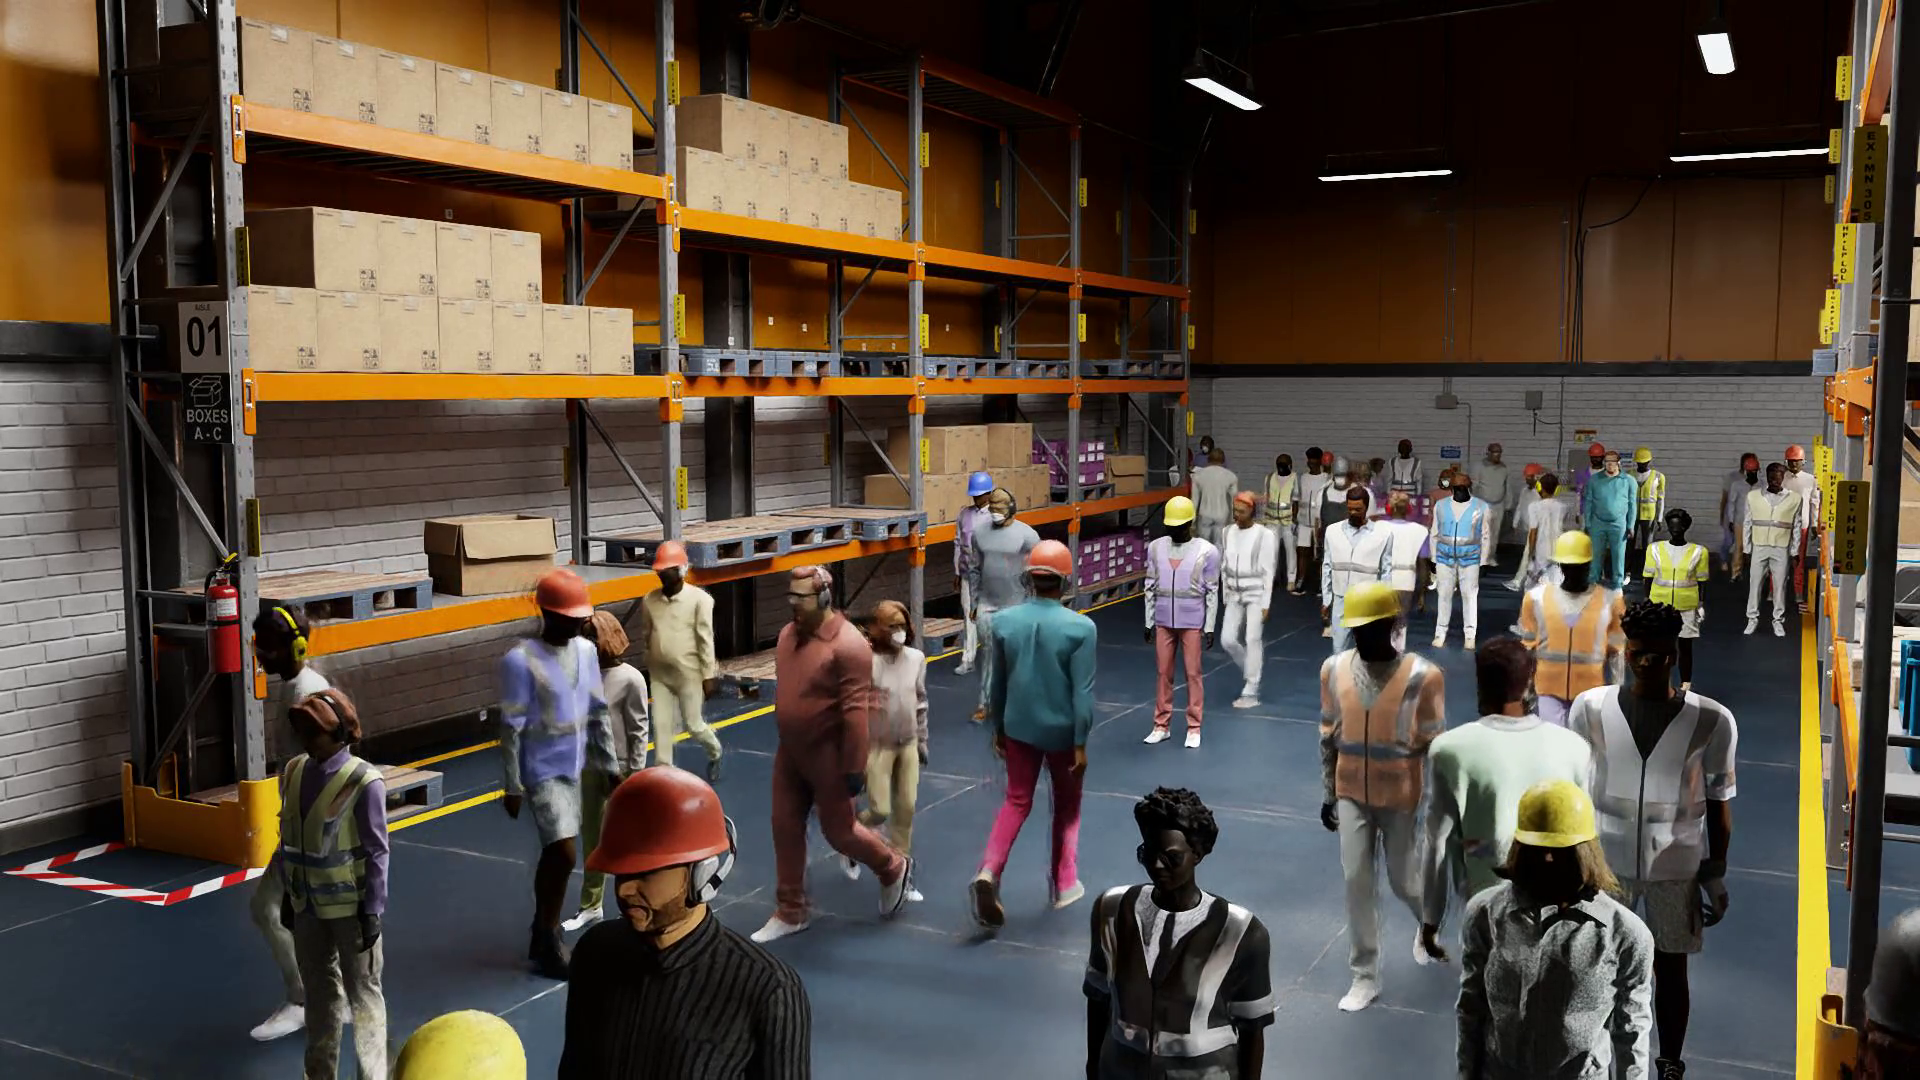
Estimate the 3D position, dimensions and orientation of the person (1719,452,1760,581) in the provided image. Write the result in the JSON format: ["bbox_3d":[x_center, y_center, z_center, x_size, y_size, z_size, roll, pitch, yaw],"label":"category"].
[{"bbox_3d":[10.995,-0.342,23.546,0.548,1.823,0.649,0,5,4],"label":"person"}]

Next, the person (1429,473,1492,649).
[{"bbox_3d":[5.218,0.221,17.395,0.622,1.838,0.429,3,6,27],"label":"person"}]

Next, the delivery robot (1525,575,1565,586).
[{"bbox_3d":[7.067,0.587,19.764,0.707,0.478,0.477,-2,6,-23],"label":"delivery robot"}]

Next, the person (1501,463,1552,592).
[{"bbox_3d":[7.587,-0.162,22.184,0.886,1.707,0.569,-1,5,-11],"label":"person"}]

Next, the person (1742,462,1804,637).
[{"bbox_3d":[8.918,0.100,18.278,0.588,1.914,0.392,3,6,27],"label":"person"}]

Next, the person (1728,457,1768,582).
[{"bbox_3d":[10.975,-0.271,23.116,0.561,1.752,0.327,3,6,27],"label":"person"}]

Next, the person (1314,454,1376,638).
[{"bbox_3d":[4.212,0.040,18.251,0.690,2.000,0.809,3,6,26],"label":"person"}]

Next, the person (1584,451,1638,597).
[{"bbox_3d":[8.421,-0.203,21.571,0.638,1.910,0.407,3,6,27],"label":"person"}]

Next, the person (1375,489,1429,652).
[{"bbox_3d":[3.942,0.450,15.044,0.570,1.821,0.852,0,5,0],"label":"person"}]

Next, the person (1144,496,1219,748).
[{"bbox_3d":[1.669,0.620,12.661,0.585,1.918,0.378,3,6,27],"label":"person"}]

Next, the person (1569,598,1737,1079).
[{"bbox_3d":[2.558,1.194,6.223,0.603,1.966,0.368,3,6,27],"label":"person"}]

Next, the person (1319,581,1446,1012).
[{"bbox_3d":[1.922,1.114,7.517,0.601,1.896,0.742,4,6,34],"label":"person"}]

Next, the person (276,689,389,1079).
[{"bbox_3d":[-2.322,1.361,6.167,0.513,1.640,0.309,3,6,27],"label":"person"}]

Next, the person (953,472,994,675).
[{"bbox_3d":[0.205,0.327,15.710,0.602,1.938,0.399,3,6,27],"label":"person"}]

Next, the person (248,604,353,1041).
[{"bbox_3d":[-2.812,1.184,6.995,0.602,1.840,0.605,-2,6,-19],"label":"person"}]

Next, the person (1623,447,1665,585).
[{"bbox_3d":[9.332,-0.323,22.804,0.585,1.918,0.378,3,6,27],"label":"person"}]

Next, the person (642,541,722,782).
[{"bbox_3d":[-1.856,0.857,11.081,0.571,1.733,0.694,2,6,22],"label":"person"}]

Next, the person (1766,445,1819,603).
[{"bbox_3d":[10.530,-0.199,21.060,0.609,1.995,0.378,3,6,27],"label":"person"}]

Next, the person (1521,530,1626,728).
[{"bbox_3d":[3.673,0.878,9.984,0.592,1.908,0.724,2,6,22],"label":"person"}]

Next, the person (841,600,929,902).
[{"bbox_3d":[-0.405,1.115,8.941,0.501,1.617,0.489,-4,7,-38],"label":"person"}]

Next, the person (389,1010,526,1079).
[{"bbox_3d":[-0.904,1.637,2.803,0.411,1.711,0.511,1,5,13],"label":"person"}]

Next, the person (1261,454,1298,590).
[{"bbox_3d":[4.338,-0.241,22.361,0.622,1.838,0.429,3,6,27],"label":"person"}]

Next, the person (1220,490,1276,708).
[{"bbox_3d":[2.464,0.503,14.200,0.446,1.868,0.596,-5,7,-42],"label":"person"}]

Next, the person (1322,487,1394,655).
[{"bbox_3d":[3.317,0.505,13.921,0.588,1.914,0.392,3,6,27],"label":"person"}]

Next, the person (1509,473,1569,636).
[{"bbox_3d":[6.287,0.197,17.867,0.532,1.819,0.993,-1,5,-13],"label":"person"}]

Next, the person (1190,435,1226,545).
[{"bbox_3d":[4.022,-0.735,27.126,0.627,1.940,0.373,3,6,27],"label":"person"}]

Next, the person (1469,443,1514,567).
[{"bbox_3d":[8.031,-0.522,25.099,0.672,1.886,0.455,-1,5,-8],"label":"person"}]

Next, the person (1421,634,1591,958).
[{"bbox_3d":[1.932,1.279,5.814,0.599,1.884,0.948,-1,5,-8],"label":"person"}]

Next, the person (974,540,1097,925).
[{"bbox_3d":[0.380,0.984,8.538,0.626,1.967,0.902,3,6,27],"label":"person"}]

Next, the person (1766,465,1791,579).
[{"bbox_3d":[11.619,-0.255,23.581,0.498,1.634,0.281,3,6,27],"label":"person"}]

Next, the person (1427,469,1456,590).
[{"bbox_3d":[6.519,-0.137,22.317,0.498,1.634,0.281,3,6,27],"label":"person"}]

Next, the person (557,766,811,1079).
[{"bbox_3d":[-0.585,1.442,3.401,0.609,1.995,0.378,3,6,27],"label":"person"}]

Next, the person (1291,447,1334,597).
[{"bbox_3d":[4.603,-0.237,21.661,0.603,1.959,0.375,3,6,27],"label":"person"}]

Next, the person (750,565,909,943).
[{"bbox_3d":[-0.652,1.046,8.337,0.649,1.884,0.797,5,7,44],"label":"person"}]

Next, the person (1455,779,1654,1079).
[{"bbox_3d":[1.529,1.480,4.335,0.484,1.744,0.295,3,6,27],"label":"person"}]

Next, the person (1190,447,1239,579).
[{"bbox_3d":[3.444,-0.297,22.474,0.659,1.923,0.441,1,5,10],"label":"person"}]

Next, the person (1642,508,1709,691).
[{"bbox_3d":[6.162,0.572,14.348,0.533,1.697,0.319,3,6,27],"label":"person"}]

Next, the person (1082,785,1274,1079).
[{"bbox_3d":[0.564,1.492,4.446,0.533,1.697,0.319,3,6,27],"label":"person"}]

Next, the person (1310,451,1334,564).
[{"bbox_3d":[5.621,-0.488,25.500,0.561,1.742,0.336,3,6,27],"label":"person"}]

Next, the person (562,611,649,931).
[{"bbox_3d":[-1.783,1.163,8.324,0.498,1.634,0.281,3,6,27],"label":"person"}]

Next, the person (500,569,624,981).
[{"bbox_3d":[-1.845,1.079,7.751,0.588,1.906,0.563,2,6,21],"label":"person"}]

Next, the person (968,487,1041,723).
[{"bbox_3d":[0.344,0.537,13.468,0.627,1.935,0.373,3,6,27],"label":"person"}]

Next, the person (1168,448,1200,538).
[{"bbox_3d":[3.359,-0.467,24.786,0.563,1.838,0.390,3,6,27],"label":"person"}]

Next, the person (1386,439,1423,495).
[{"bbox_3d":[7.192,-0.692,26.970,0.572,1.883,0.356,3,6,27],"label":"person"}]

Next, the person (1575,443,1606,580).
[{"bbox_3d":[8.975,-0.398,23.506,0.543,1.939,0.359,3,6,27],"label":"person"}]
